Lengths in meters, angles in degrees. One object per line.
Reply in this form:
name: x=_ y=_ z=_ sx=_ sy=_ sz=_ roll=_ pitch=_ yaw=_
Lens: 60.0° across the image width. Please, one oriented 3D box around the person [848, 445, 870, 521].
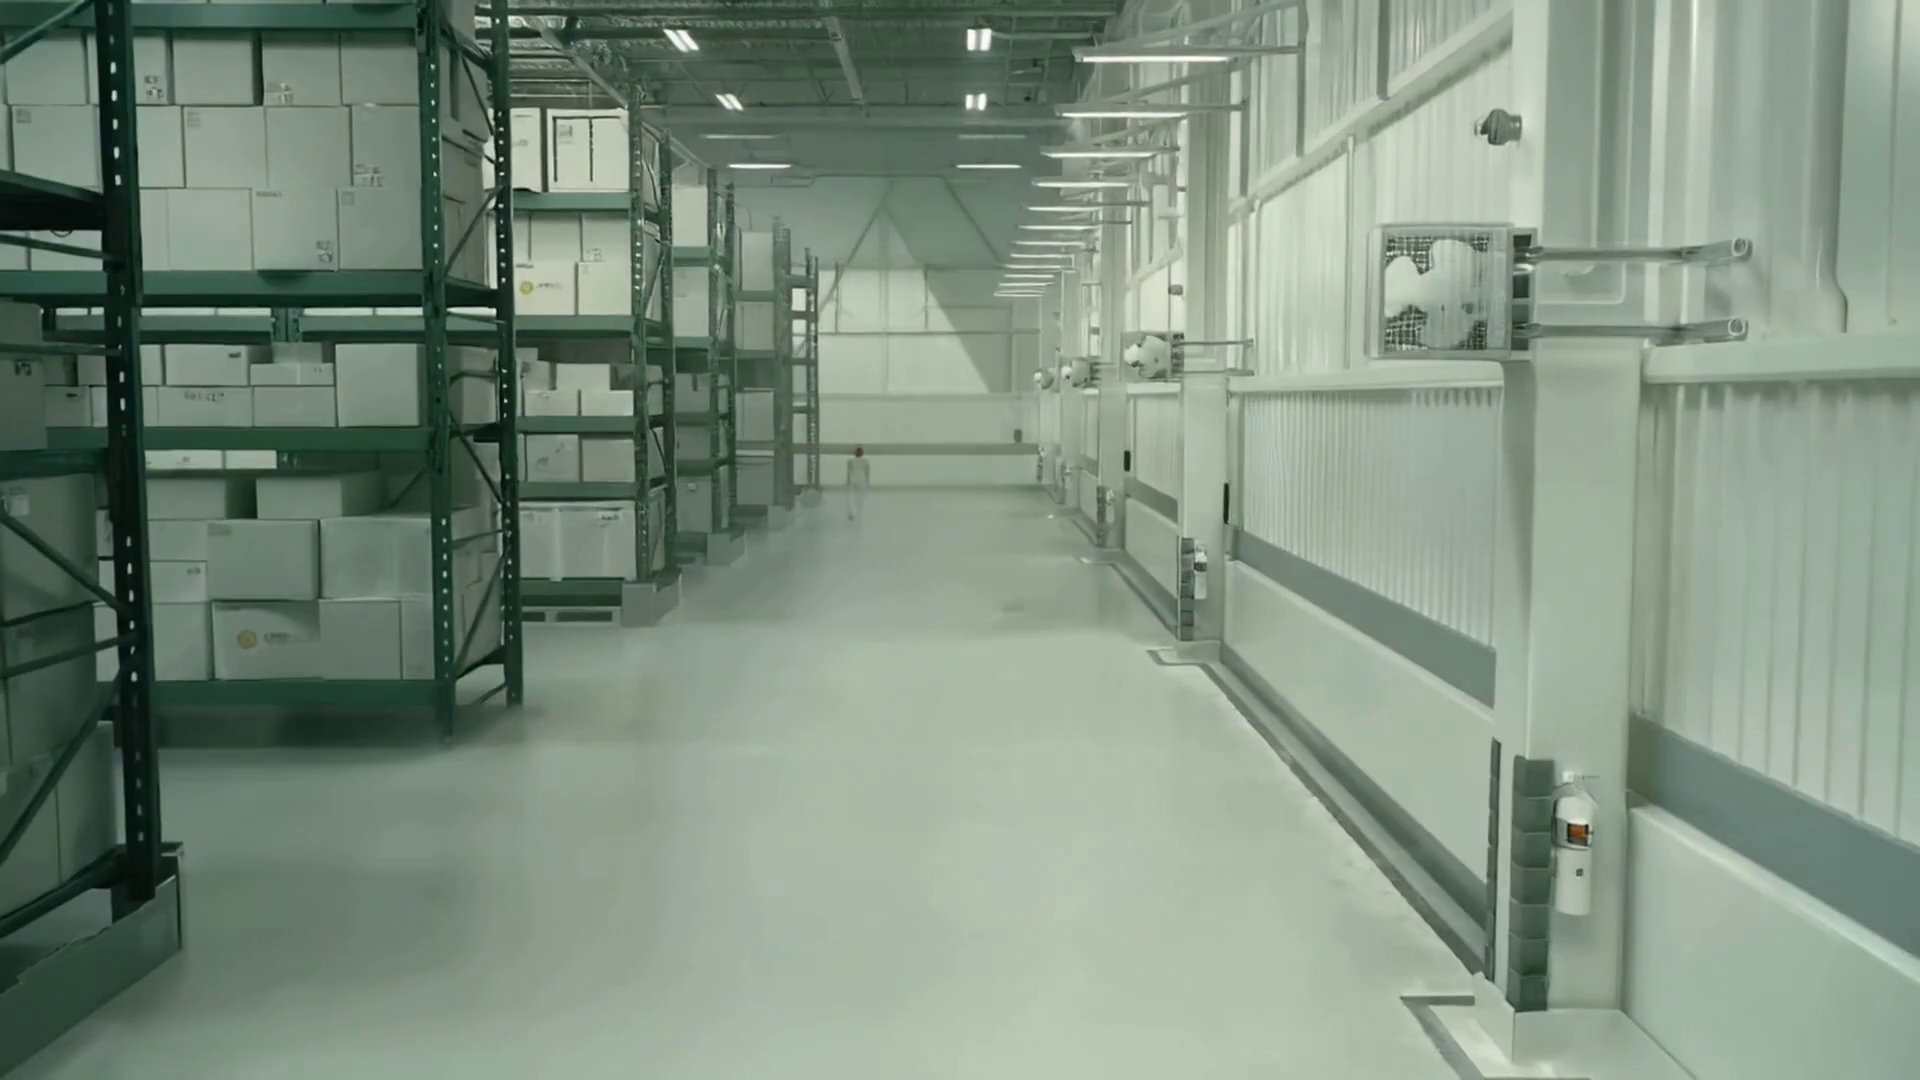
person: x=-2.158 y=-1.198 z=35.193 sx=0.517 sy=1.610 sz=0.764 roll=1 pitch=5 yaw=12
